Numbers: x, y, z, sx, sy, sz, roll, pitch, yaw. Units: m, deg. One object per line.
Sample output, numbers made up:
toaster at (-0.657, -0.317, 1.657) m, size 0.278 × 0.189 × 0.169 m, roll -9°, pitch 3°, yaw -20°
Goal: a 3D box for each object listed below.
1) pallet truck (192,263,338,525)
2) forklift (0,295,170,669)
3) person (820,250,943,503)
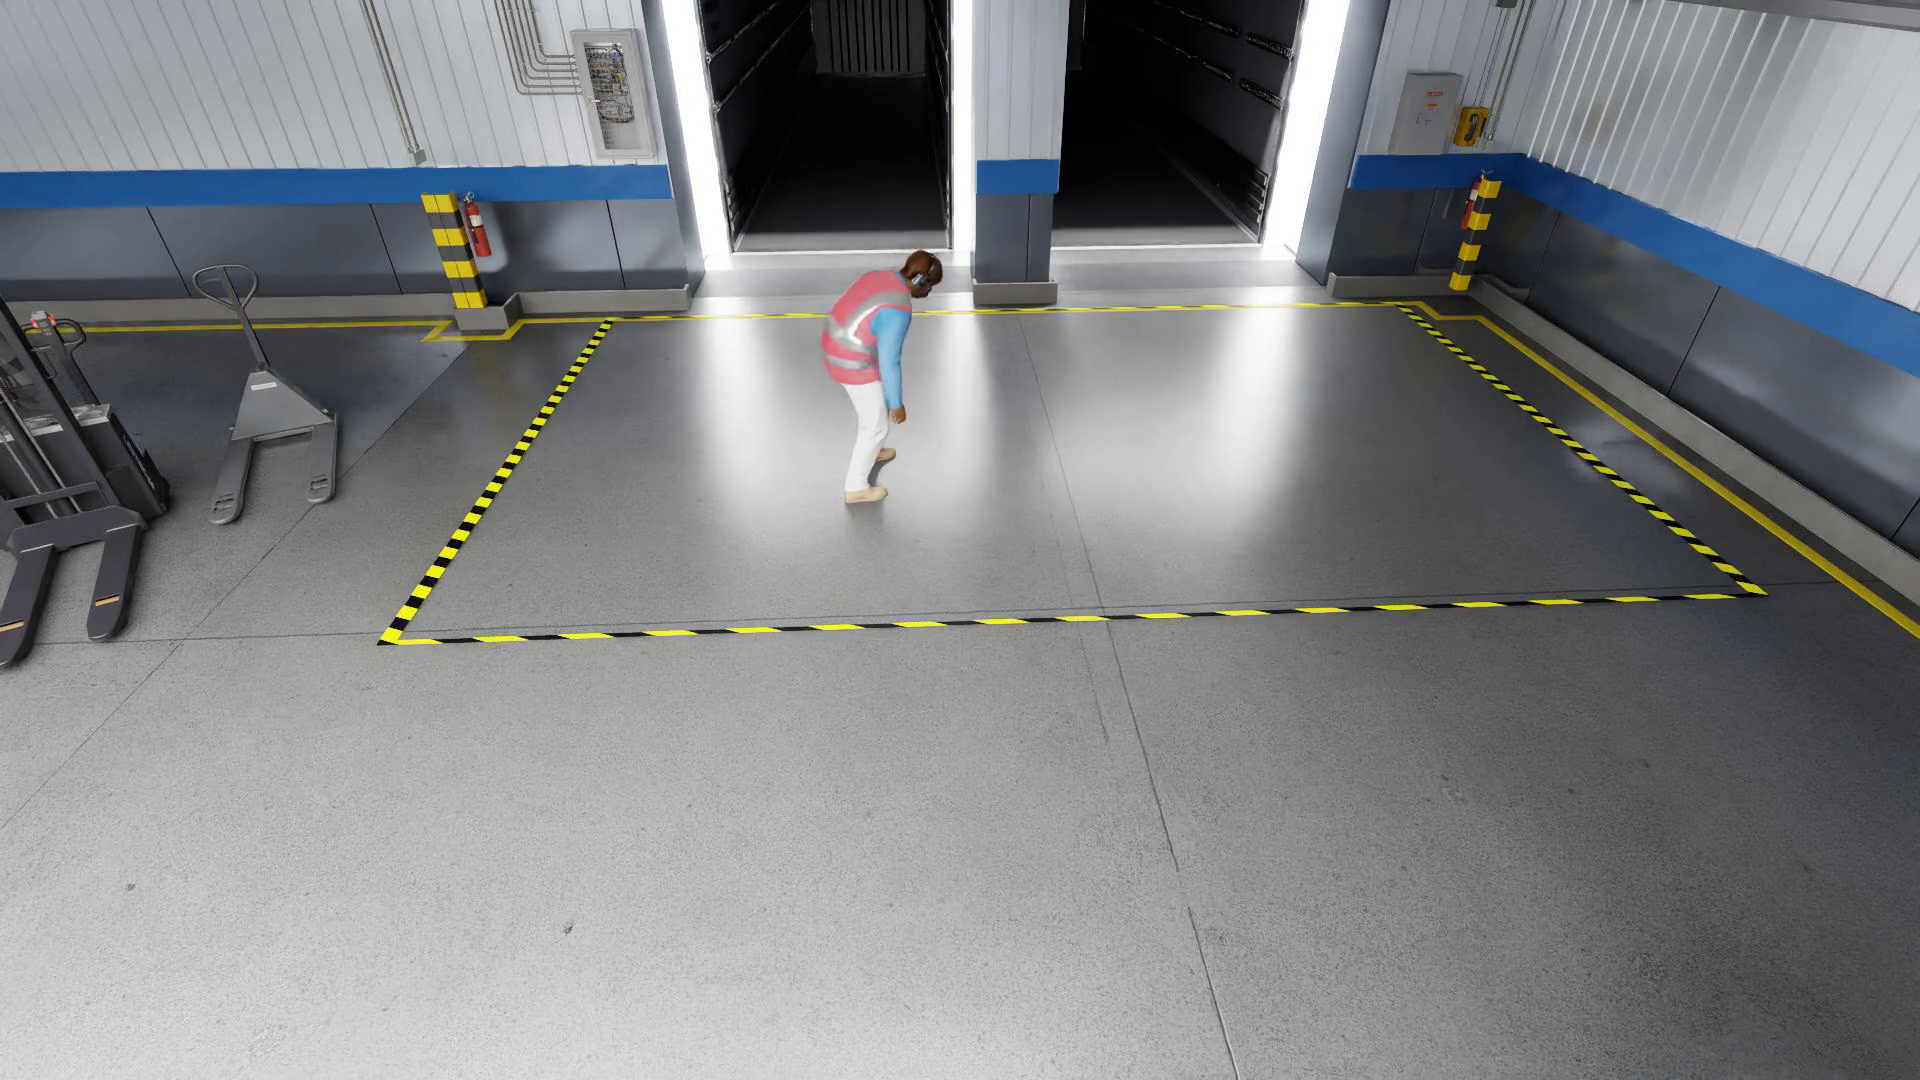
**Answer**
pallet truck at (-4.778, -1.027, 6.128) m, size 0.680 × 1.201 × 1.601 m, roll -17°, pitch 38°, yaw -23°
forklift at (-5.212, -0.618, 4.878) m, size 0.823 × 1.965 × 1.885 m, roll -20°, pitch 39°, yaw -26°
person at (-0.488, -1.064, 5.913) m, size 0.790 × 1.561 × 0.807 m, roll -14°, pitch 37°, yaw -20°
